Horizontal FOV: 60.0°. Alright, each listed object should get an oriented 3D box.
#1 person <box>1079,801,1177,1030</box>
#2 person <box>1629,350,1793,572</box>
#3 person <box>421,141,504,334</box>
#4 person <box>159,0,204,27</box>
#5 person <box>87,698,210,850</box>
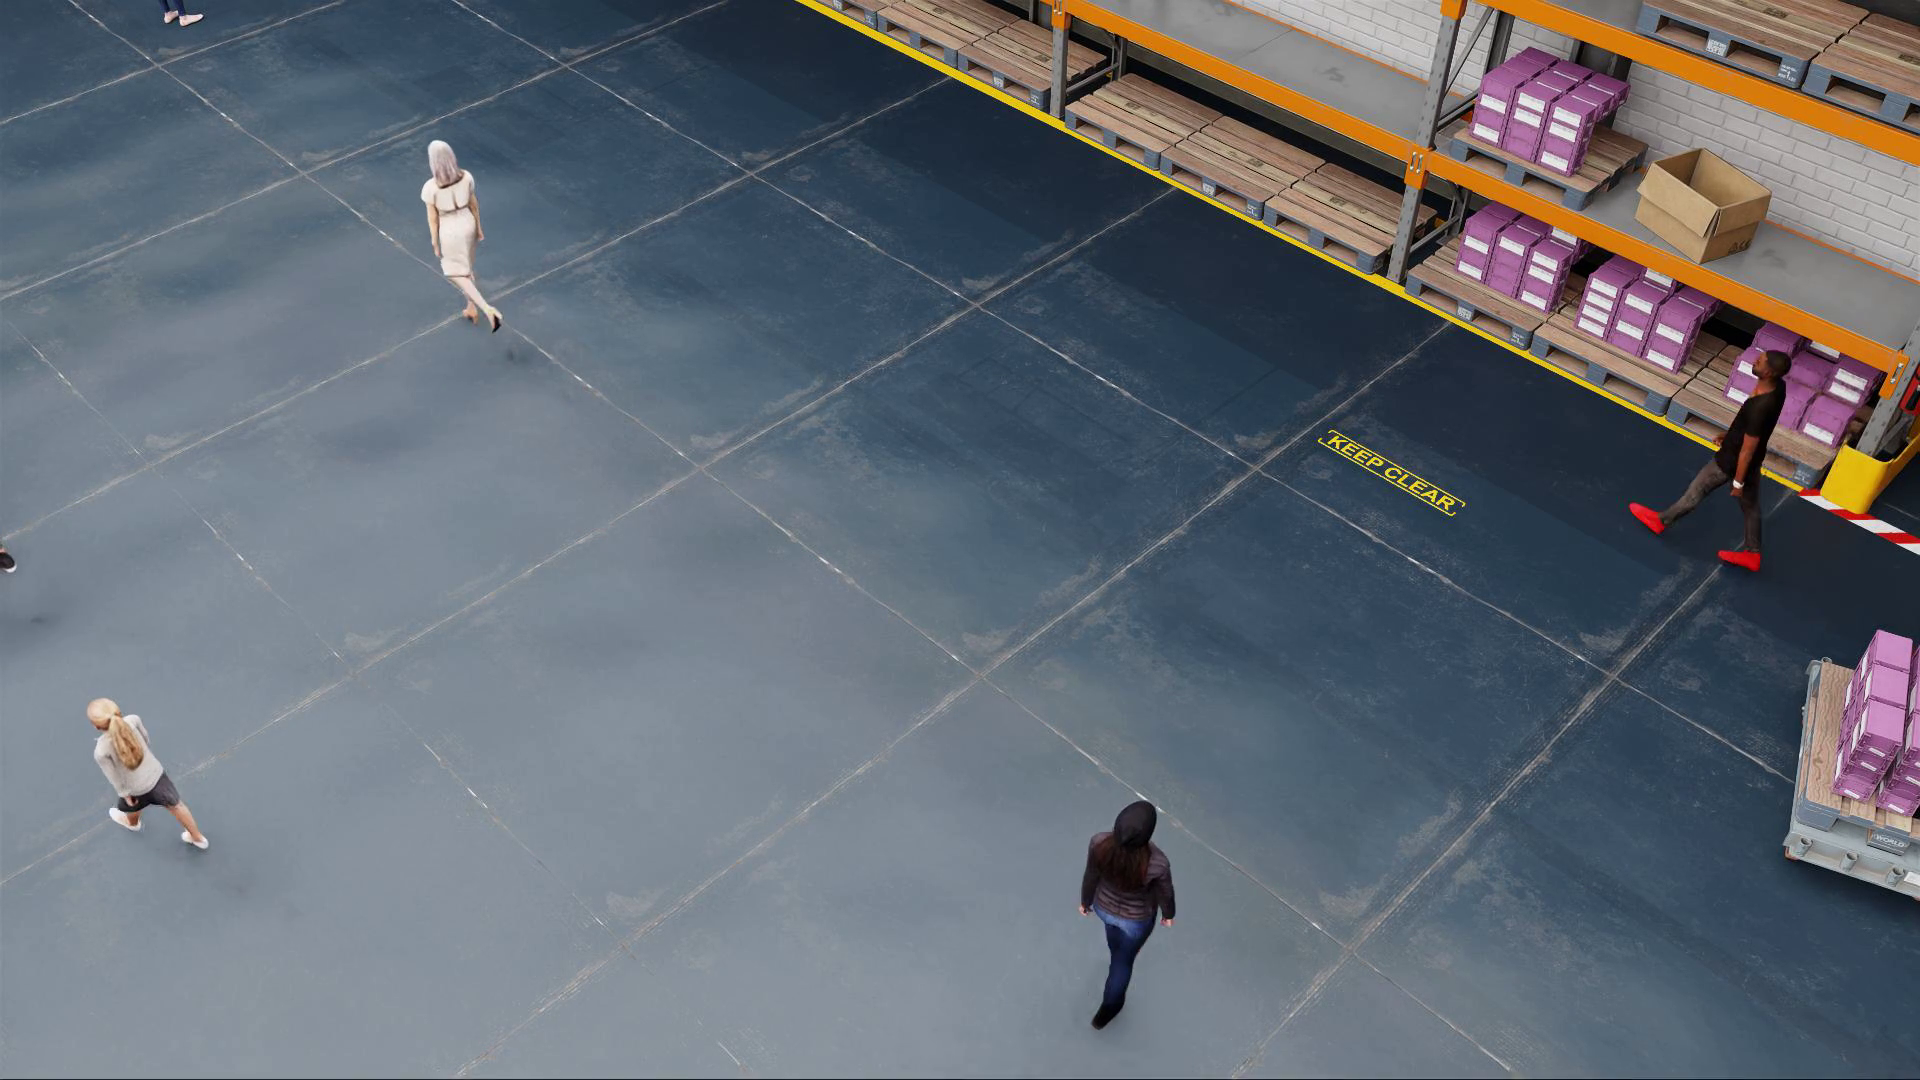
[{"bbox_3d":[0.822,2.021,8.743,0.866,1.727,0.828,21,48,21],"label":"person"},{"bbox_3d":[5.426,-0.510,11.375,1.192,1.762,0.673,33,52,30],"label":"person"},{"bbox_3d":[-3.989,-2.375,13.364,0.612,1.719,0.905,-33,52,-30],"label":"person"},{"bbox_3d":[-8.452,-6.268,17.438,0.566,1.737,0.698,18,47,18],"label":"person"},{"bbox_3d":[-4.757,1.403,9.744,0.940,1.242,0.676,20,47,20],"label":"person"}]
